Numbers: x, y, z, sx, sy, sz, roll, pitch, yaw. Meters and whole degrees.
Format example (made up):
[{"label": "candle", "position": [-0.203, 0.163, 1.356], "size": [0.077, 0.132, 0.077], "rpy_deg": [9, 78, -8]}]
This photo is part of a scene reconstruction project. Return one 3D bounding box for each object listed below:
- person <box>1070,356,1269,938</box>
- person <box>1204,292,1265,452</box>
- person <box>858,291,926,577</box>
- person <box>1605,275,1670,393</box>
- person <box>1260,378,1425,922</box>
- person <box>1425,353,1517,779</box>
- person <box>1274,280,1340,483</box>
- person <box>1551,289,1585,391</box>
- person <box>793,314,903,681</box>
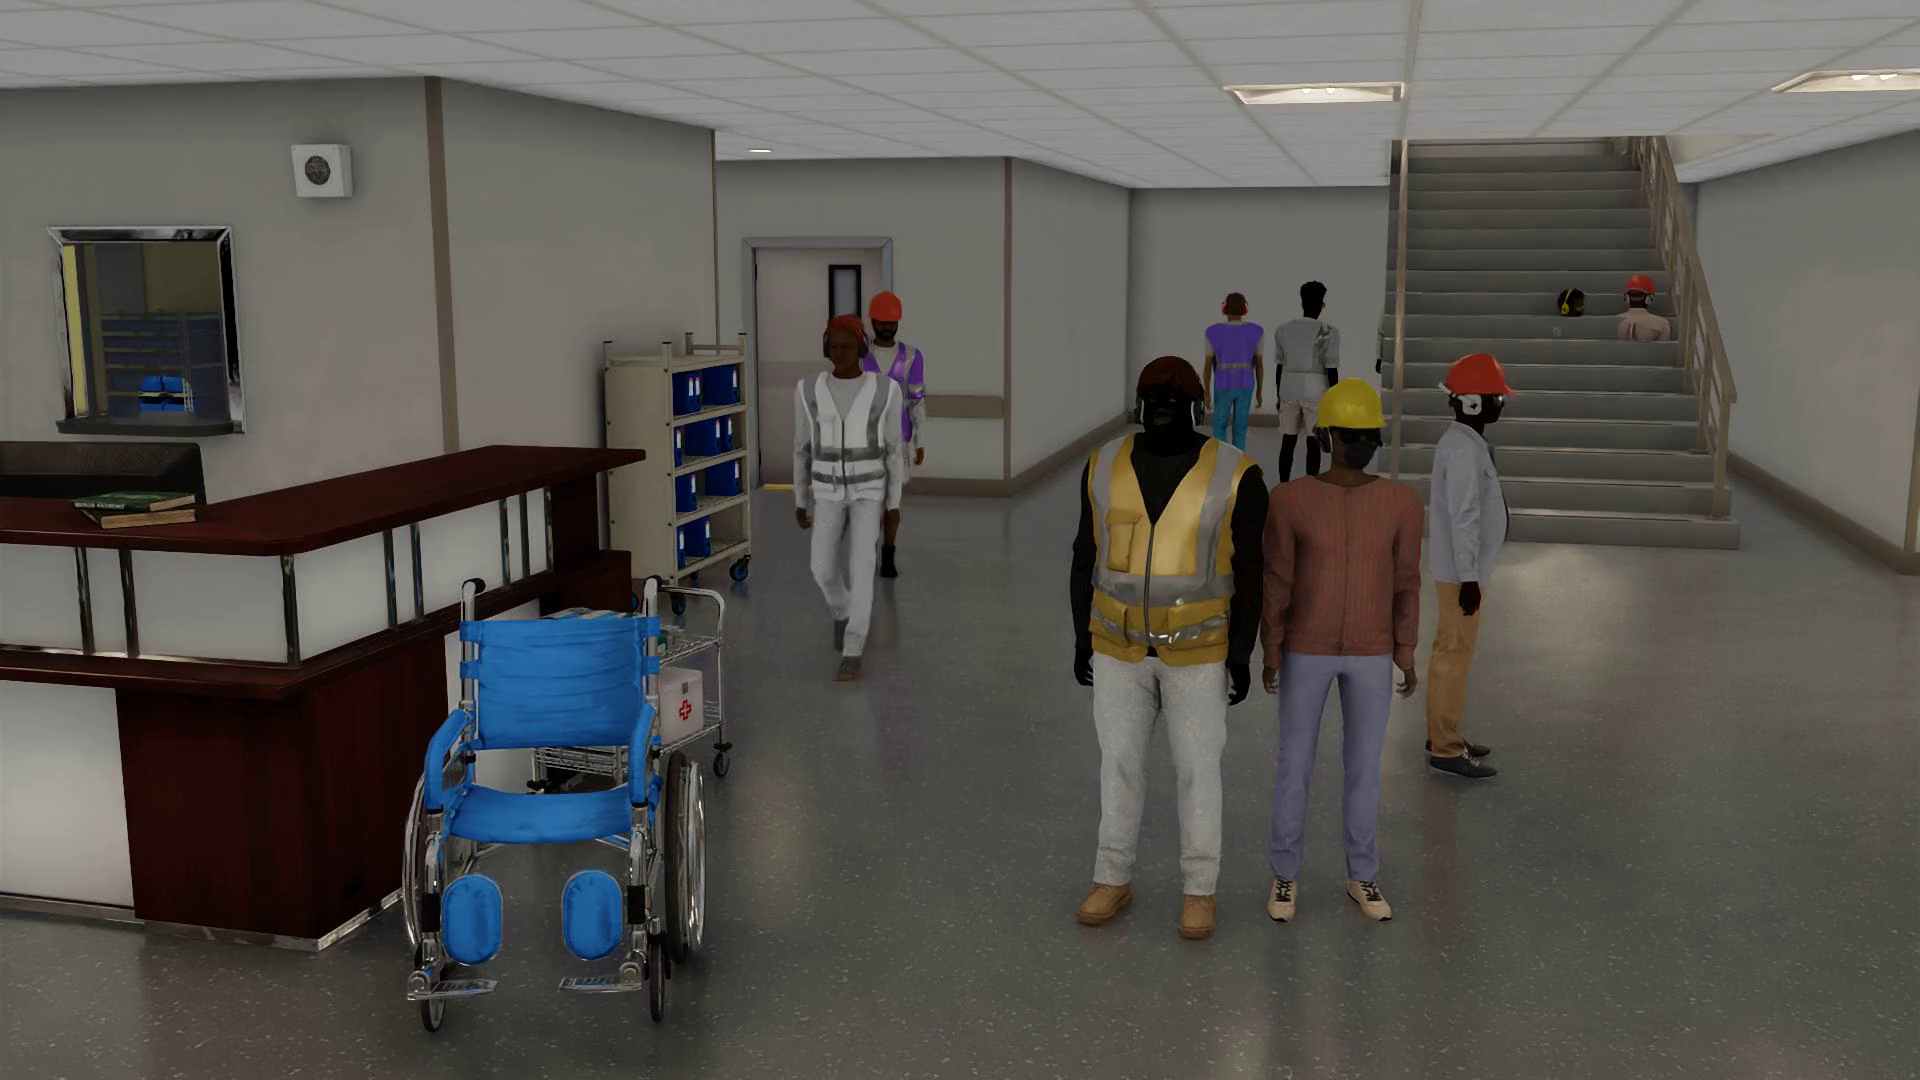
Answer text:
[{"label": "person", "position": [0.643, 0.339, 5.299], "size": [0.625, 1.846, 0.429], "rpy_deg": [4, 10, 20]}, {"label": "person", "position": [2.576, -1.409, 15.628], "size": [0.571, 1.829, 0.496], "rpy_deg": [1, 10, 4]}, {"label": "person", "position": [-0.511, -0.695, 11.147], "size": [0.577, 1.922, 0.404], "rpy_deg": [-2, 10, -10]}, {"label": "person", "position": [6.051, -1.370, 14.918], "size": [0.611, 1.994, 0.379], "rpy_deg": [7, 12, 36]}, {"label": "person", "position": [1.228, 0.362, 5.385], "size": [0.525, 1.772, 0.306], "rpy_deg": [0, 10, 0]}, {"label": "person", "position": [2.120, 0.100, 6.956], "size": [0.320, 1.755, 0.563], "rpy_deg": [2, 10, 14]}, {"label": "person", "position": [2.970, -1.238, 14.265], "size": [0.598, 1.958, 0.375], "rpy_deg": [7, 12, 36]}, {"label": "person", "position": [5.504, -1.347, 15.193], "size": [0.342, 1.860, 0.576], "rpy_deg": [7, 12, 34]}, {"label": "person", "position": [-0.570, -0.234, 8.609], "size": [0.578, 1.869, 0.581], "rpy_deg": [1, 10, 7]}]
